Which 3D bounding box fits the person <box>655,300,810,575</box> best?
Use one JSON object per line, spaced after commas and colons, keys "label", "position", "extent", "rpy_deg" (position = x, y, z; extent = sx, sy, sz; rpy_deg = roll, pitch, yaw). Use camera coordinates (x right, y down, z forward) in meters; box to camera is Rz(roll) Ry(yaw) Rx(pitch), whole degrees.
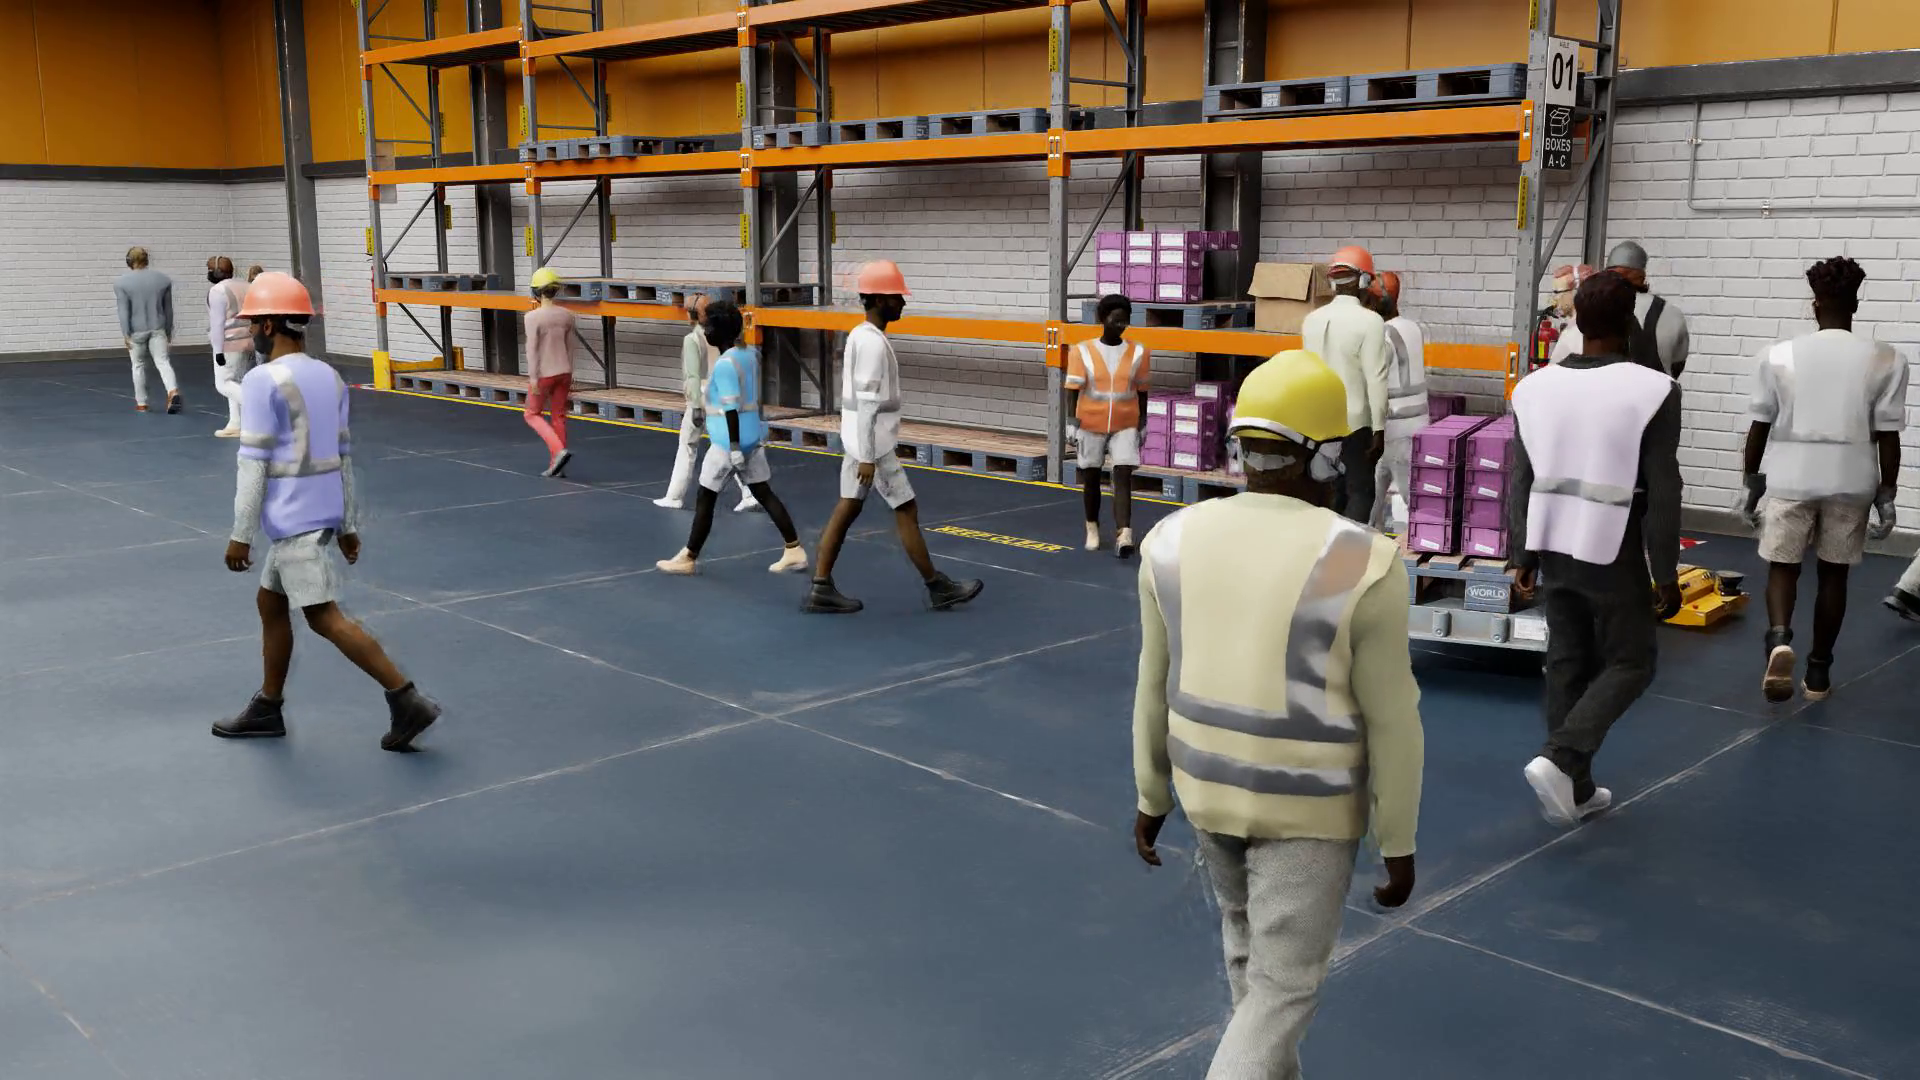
{"label": "person", "position": [-1.331, -0.594, 9.868], "extent": [0.911, 1.653, 0.531], "rpy_deg": [2, 10, 8]}

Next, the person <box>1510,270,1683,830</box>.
{"label": "person", "position": [2.111, 0.055, 5.609], "extent": [0.561, 1.905, 0.619], "rpy_deg": [-8, 13, -38]}

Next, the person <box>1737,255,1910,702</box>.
{"label": "person", "position": [3.669, -0.234, 7.097], "extent": [0.625, 1.939, 0.678], "rpy_deg": [5, 12, 27]}

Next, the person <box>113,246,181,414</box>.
{"label": "person", "position": [-9.187, -2.368, 18.843], "extent": [0.628, 1.910, 0.911], "rpy_deg": [-9, 14, -40]}

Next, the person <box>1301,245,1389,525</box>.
{"label": "person", "position": [2.146, -0.637, 9.316], "extent": [0.495, 1.981, 0.659], "rpy_deg": [-6, 12, -31]}

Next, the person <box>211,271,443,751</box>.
{"label": "person", "position": [-2.519, -0.101, 6.518], "extent": [0.982, 1.894, 0.542], "rpy_deg": [1, 10, 5]}

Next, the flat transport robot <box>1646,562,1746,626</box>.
{"label": "flat transport robot", "position": [3.476, 0.223, 9.157], "extent": [1.431, 0.197, 0.652], "rpy_deg": [9, 14, 41]}

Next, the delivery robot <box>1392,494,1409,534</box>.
{"label": "delivery robot", "position": [3.015, -0.156, 10.192], "extent": [0.477, 0.478, 0.707], "rpy_deg": [-10, 14, -43]}

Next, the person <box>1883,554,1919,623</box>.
{"label": "person", "position": [5.110, -0.378, 8.338], "extent": [0.635, 1.779, 0.623], "rpy_deg": [1, 10, 7]}

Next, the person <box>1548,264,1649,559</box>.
{"label": "person", "position": [3.589, -0.612, 9.382], "extent": [0.825, 1.873, 0.692], "rpy_deg": [6, 12, 29]}

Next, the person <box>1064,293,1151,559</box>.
{"label": "person", "position": [0.932, -0.702, 10.403], "extent": [0.556, 1.650, 0.882], "rpy_deg": [0, 10, 0]}

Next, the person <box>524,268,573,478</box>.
{"label": "person", "position": [-3.384, -1.367, 13.790], "extent": [0.431, 1.754, 0.530], "rpy_deg": [8, 13, 36]}

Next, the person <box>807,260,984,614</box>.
{"label": "person", "position": [-0.385, -0.531, 8.855], "extent": [0.972, 1.882, 0.567], "rpy_deg": [-2, 11, -10]}

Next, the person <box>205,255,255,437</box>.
{"label": "person", "position": [-7.197, -1.918, 16.593], "extent": [0.600, 1.826, 0.640], "rpy_deg": [1, 10, 5]}

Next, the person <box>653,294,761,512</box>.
{"label": "person", "position": [-1.837, -0.994, 12.170], "extent": [0.864, 1.599, 0.531], "rpy_deg": [5, 11, 25]}

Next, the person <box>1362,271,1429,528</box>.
{"label": "person", "position": [2.575, -0.643, 9.671], "extent": [0.996, 1.830, 0.639], "rpy_deg": [7, 12, 33]}

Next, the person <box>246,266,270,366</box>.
{"label": "person", "position": [-10.110, -3.171, 24.059], "extent": [0.505, 1.592, 0.844], "rpy_deg": [-7, 12, -32]}

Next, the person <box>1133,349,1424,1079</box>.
{"label": "person", "position": [0.599, 0.524, 3.352], "extent": [0.610, 1.807, 0.845], "rpy_deg": [9, 14, 41]}

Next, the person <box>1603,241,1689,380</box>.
{"label": "person", "position": [3.726, -0.719, 9.466], "extent": [0.717, 2.000, 0.578], "rpy_deg": [-1, 10, -7]}
